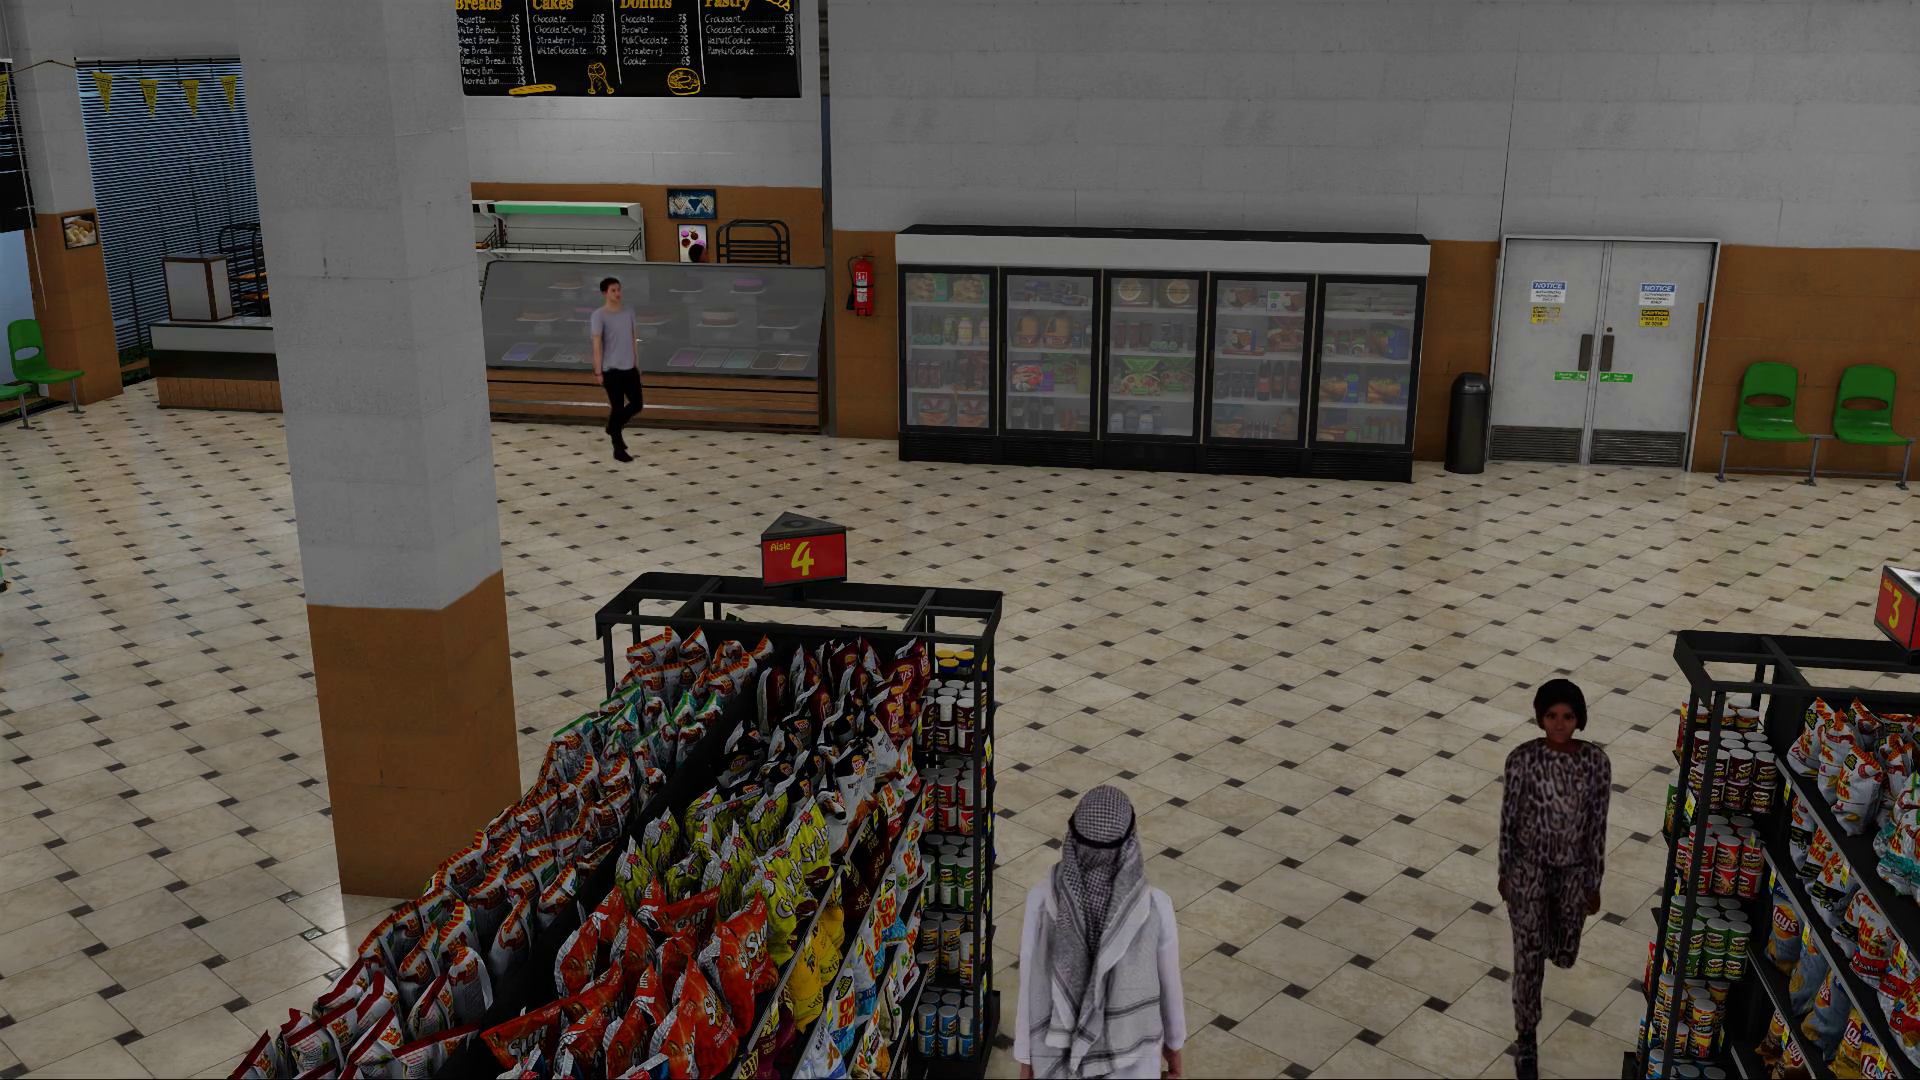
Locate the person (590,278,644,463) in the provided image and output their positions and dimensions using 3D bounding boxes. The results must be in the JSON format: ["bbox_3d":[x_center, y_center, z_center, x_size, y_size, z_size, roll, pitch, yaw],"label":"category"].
[{"bbox_3d":[-3.516,-1.738,16.893,0.934,1.853,0.875,16,23,41],"label":"person"}]

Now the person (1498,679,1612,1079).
[{"bbox_3d":[2.451,1.370,6.923,0.586,1.698,0.971,4,17,13],"label":"person"}]

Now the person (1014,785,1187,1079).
[{"bbox_3d":[0.438,1.749,5.370,0.718,1.878,1.259,3,17,11],"label":"person"}]
